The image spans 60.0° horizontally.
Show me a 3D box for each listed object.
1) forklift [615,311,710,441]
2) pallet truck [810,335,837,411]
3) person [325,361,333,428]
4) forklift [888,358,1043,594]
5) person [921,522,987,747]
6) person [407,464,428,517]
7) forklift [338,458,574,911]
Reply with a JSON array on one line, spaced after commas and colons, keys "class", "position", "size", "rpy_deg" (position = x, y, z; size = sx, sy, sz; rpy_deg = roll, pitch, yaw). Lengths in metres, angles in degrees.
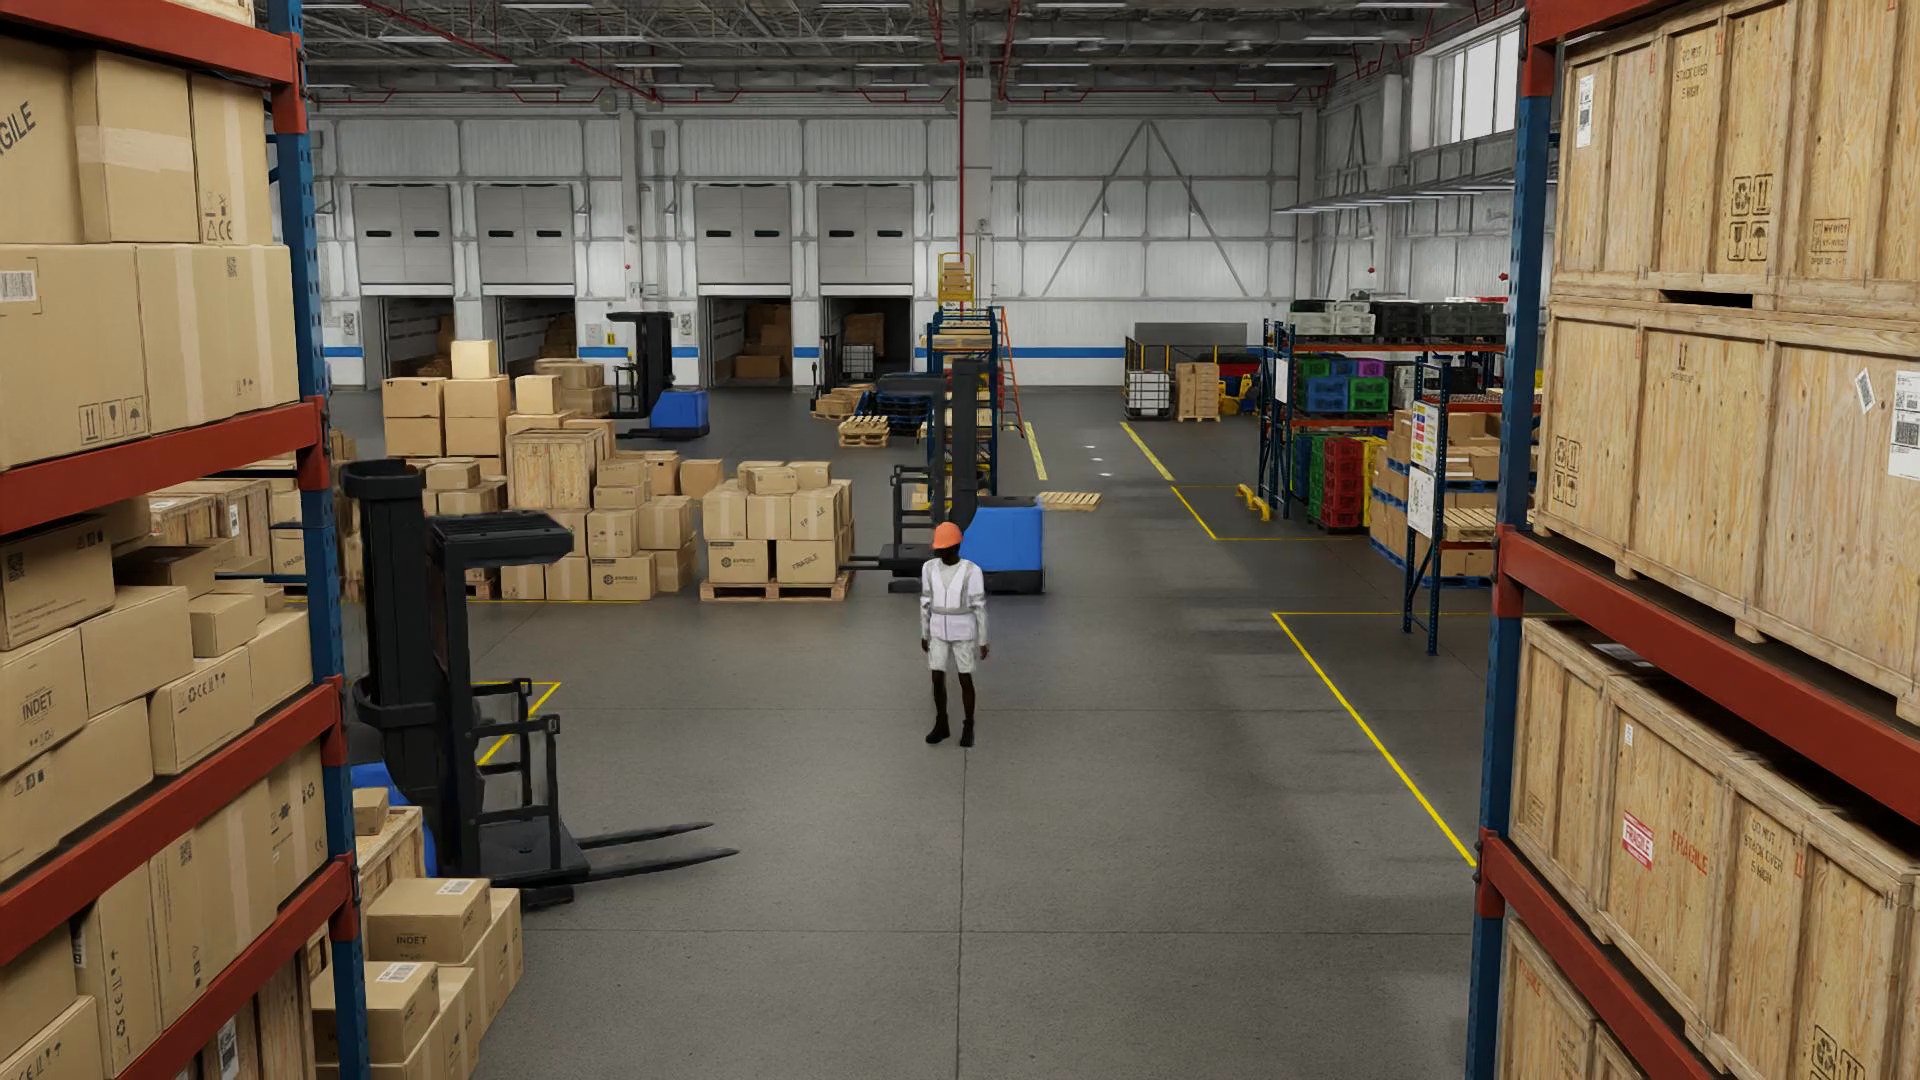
[{"class": "forklift", "position": [-6.587, -3.643, 36.722], "size": [1.873, 2.768, 1.129], "rpy_deg": [1, 10, 8]}, {"class": "pallet truck", "position": [-3.021, -4.312, 43.126], "size": [1.885, 1.965, 0.823], "rpy_deg": [3, 10, 17]}, {"class": "person", "position": [-15.019, -3.575, 39.044], "size": [0.550, 1.935, 0.376], "rpy_deg": [-4, 11, -21]}, {"class": "forklift", "position": [0.077, -0.808, 20.363], "size": [1.873, 2.768, 1.129], "rpy_deg": [0, 10, 1]}, {"class": "person", "position": [-0.065, 0.791, 13.901], "size": [0.606, 1.922, 0.413], "rpy_deg": [4, 11, 21]}, {"class": "person", "position": [-6.005, 0.084, 18.212], "size": [0.429, 1.844, 0.627], "rpy_deg": [-3, 10, -18]}, {"class": "forklift", "position": [-3.522, 0.918, 10.404], "size": [1.873, 2.768, 1.129], "rpy_deg": [-4, 11, -24]}]
